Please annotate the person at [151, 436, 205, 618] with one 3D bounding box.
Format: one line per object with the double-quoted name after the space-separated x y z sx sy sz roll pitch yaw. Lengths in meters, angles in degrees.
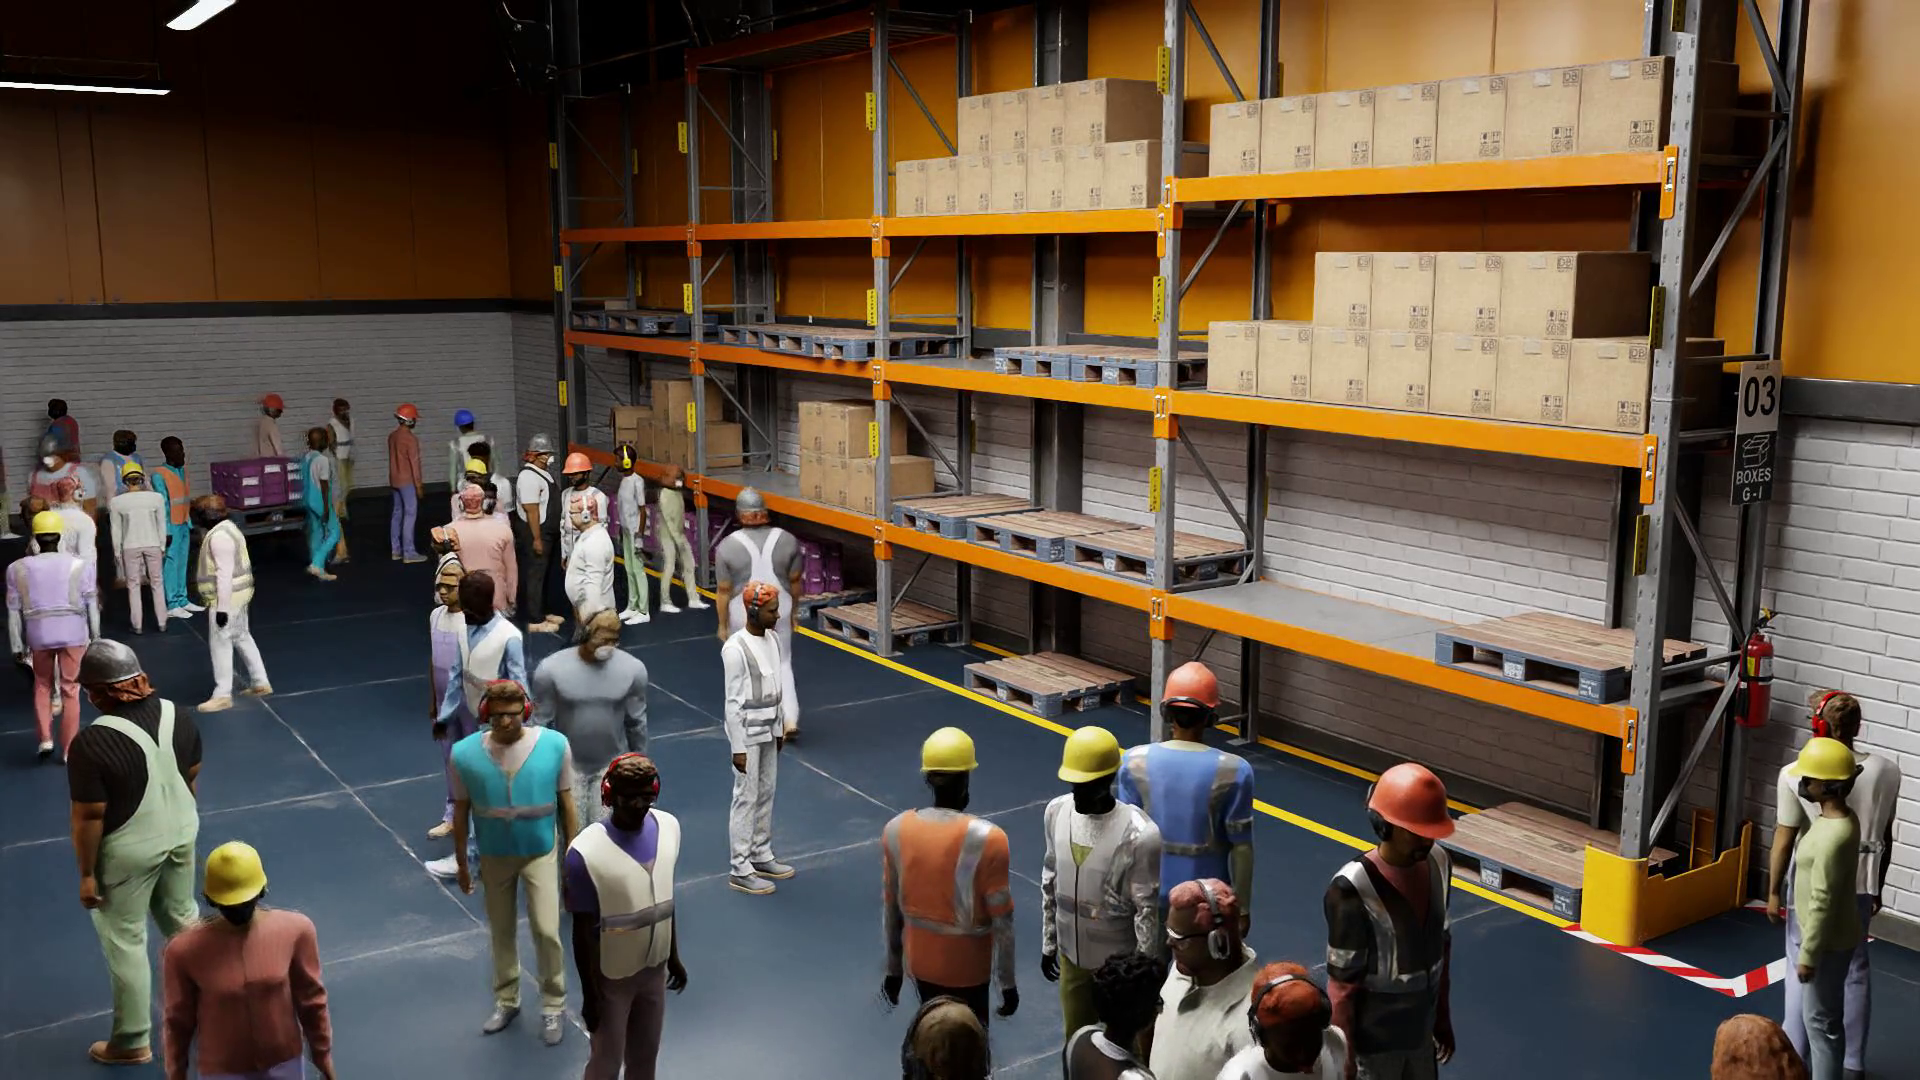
-8.318 -0.145 17.625 0.392 1.920 0.587 0 10 -1 "person"

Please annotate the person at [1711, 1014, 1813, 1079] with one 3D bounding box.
2.304 2.171 4.866 0.498 1.633 0.280 -5 11 -26 "person"

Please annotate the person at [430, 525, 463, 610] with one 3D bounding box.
-4.151 0.684 13.607 0.313 1.634 0.514 -4 10 -20 "person"

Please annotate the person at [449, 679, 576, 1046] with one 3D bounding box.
-2.143 1.544 8.041 0.594 1.815 0.543 -2 10 -9 "person"

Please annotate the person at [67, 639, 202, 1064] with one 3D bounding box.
-3.961 1.443 7.950 0.535 2.000 0.692 4 10 23 "person"

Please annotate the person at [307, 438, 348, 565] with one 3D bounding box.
-7.810 -0.534 20.511 0.476 1.709 0.586 -8 12 -38 "person"

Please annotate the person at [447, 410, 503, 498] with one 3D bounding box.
-6.009 -0.666 20.685 0.713 1.916 0.602 -5 11 -27 "person"

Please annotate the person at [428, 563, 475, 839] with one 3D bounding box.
-3.246 1.056 10.790 0.510 1.846 0.341 5 11 26 "person"

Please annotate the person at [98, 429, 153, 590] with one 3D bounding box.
-9.595 -0.361 19.195 0.479 1.825 0.660 1 10 8 "person"

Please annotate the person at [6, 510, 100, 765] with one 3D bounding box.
-6.789 0.733 12.506 0.593 1.905 0.499 -4 10 -21 "person"

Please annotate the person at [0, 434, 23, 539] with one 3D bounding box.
-12.957 -0.771 22.252 0.560 1.604 0.553 5 11 26 "person"

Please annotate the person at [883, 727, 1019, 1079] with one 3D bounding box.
-0.105 1.729 6.714 0.616 1.896 0.751 7 12 34 "person"

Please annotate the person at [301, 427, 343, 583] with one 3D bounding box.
-7.448 -0.401 19.380 0.503 1.833 0.399 7 12 35 "person"

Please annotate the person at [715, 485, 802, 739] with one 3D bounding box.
-1.597 0.566 13.099 0.693 2.000 0.576 -3 10 -19 "person"

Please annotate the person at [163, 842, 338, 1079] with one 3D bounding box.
-2.587 1.911 6.057 0.544 1.749 0.439 -7 12 -34 "person"

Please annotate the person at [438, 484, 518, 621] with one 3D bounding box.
-4.038 0.480 13.979 0.638 1.913 0.409 -3 10 -15 "person"

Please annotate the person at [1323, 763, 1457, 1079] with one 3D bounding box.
1.582 1.778 6.028 0.612 2.031 0.407 -7 12 -36 "person"

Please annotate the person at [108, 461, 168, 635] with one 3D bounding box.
-8.285 0.082 16.801 0.516 1.752 0.374 -6 11 -32 "person"

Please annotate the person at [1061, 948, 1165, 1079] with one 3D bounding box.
0.479 2.090 5.176 0.321 1.694 0.534 -4 10 -20 "person"

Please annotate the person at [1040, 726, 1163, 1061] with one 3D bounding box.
0.558 1.691 6.853 0.586 1.920 0.398 9 13 43 "person"

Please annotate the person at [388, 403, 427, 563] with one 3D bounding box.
-6.910 -0.718 20.813 0.423 1.983 0.616 -9 13 -44 "person"

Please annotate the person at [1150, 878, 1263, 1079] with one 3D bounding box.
0.776 1.978 5.241 0.403 1.897 0.654 -3 10 -18 "person"

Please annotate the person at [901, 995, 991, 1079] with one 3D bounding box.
-0.022 2.124 4.304 0.670 1.914 0.466 -3 10 -17 "person"

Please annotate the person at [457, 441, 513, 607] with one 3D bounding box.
-4.897 -0.077 17.234 0.602 1.936 0.954 3 10 19 "person"

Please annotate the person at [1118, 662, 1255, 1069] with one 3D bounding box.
1.003 1.544 7.384 0.609 2.034 0.404 3 10 20 "person"

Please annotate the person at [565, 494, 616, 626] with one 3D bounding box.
-3.002 0.568 13.521 0.397 1.898 0.643 -3 10 -16 "person"

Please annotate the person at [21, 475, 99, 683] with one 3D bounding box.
-7.910 0.379 14.652 0.660 1.887 0.730 2 10 14 "person"

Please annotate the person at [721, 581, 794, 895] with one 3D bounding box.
-1.222 1.173 10.015 0.362 1.878 0.585 4 10 21 "person"

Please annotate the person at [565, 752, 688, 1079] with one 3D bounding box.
-1.348 1.747 6.751 0.396 1.840 0.564 6 12 33 "person"

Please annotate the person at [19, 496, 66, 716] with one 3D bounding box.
-7.567 0.544 13.808 0.351 1.842 0.507 -2 10 -14 "person"

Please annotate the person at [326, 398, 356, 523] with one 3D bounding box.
-8.908 -1.142 23.817 0.631 1.802 0.639 2 10 13 "person"

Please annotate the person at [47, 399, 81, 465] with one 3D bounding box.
-12.476 -1.044 23.132 0.430 1.845 0.619 -1 10 -7 "person"

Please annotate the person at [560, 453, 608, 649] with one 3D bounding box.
-3.635 0.122 16.004 0.545 1.938 0.362 5 11 27 "person"

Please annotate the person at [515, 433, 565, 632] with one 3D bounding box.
-4.242 -0.093 16.963 0.535 2.000 0.681 -1 10 -5 "person"

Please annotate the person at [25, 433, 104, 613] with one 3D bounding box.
-9.228 -0.111 17.069 0.693 2.000 0.634 1 10 4 "person"

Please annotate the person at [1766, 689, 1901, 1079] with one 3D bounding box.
3.989 1.602 7.619 0.563 1.838 0.387 -1 10 -3 "person"

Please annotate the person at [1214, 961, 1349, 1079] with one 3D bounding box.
0.861 2.048 4.949 0.639 1.853 0.631 -8 13 -41 "person"

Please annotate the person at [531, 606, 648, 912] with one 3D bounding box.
-2.081 1.277 9.326 0.681 1.898 0.540 -4 10 -21 "person"

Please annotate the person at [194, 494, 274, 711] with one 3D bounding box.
-6.198 0.525 14.111 0.484 1.826 0.741 -2 10 -12 "person"

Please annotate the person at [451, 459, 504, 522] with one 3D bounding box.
-4.884 0.056 16.899 0.534 1.765 0.317 -4 10 -21 "person"

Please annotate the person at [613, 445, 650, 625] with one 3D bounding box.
-3.422 -0.055 17.264 0.329 1.865 0.518 -6 11 -32 "person"

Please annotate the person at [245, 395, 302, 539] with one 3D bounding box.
-9.314 -1.002 22.619 1.064 1.936 0.630 -7 12 -36 "person"

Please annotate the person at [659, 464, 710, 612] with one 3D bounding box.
-2.972 -0.004 17.735 0.606 1.608 0.511 3 10 18 "person"

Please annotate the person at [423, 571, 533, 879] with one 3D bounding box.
-2.985 1.127 10.312 0.907 1.867 0.604 -9 13 -43 "person"

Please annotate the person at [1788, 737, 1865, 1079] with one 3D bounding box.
3.703 1.713 7.185 0.339 1.762 0.525 6 11 31 "person"
